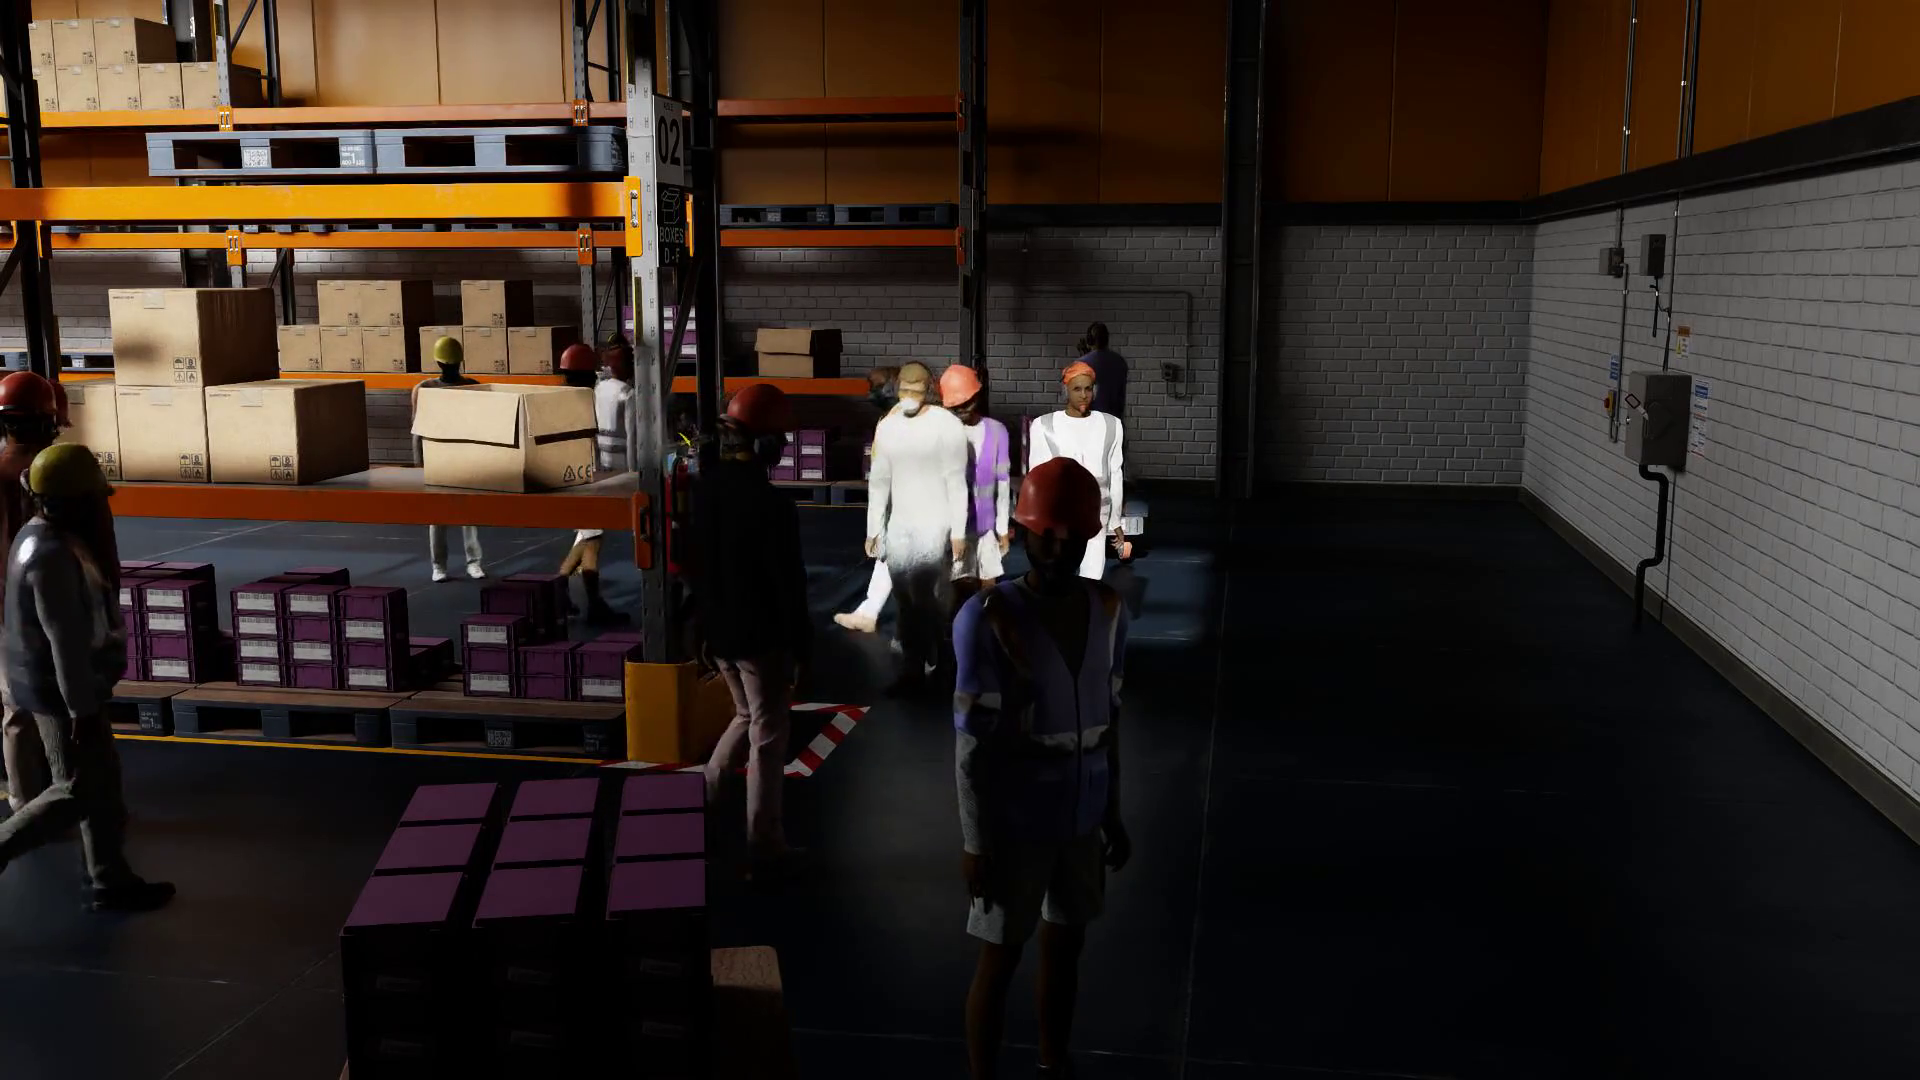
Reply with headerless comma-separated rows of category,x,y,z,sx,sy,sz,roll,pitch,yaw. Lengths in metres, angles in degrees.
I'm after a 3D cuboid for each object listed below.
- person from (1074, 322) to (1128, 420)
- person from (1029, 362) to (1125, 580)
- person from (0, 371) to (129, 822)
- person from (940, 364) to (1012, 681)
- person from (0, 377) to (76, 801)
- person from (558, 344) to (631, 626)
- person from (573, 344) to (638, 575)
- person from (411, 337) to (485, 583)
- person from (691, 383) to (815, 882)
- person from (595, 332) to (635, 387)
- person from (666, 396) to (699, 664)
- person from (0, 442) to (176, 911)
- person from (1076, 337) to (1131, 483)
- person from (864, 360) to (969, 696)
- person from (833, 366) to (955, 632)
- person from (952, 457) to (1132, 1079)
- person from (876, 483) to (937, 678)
person,1.315,-1.104,15.853,0.629,1.940,0.379,-6,11,-35
person,0.690,-0.112,9.859,0.587,1.883,0.341,-2,9,-10
person,-3.871,0.289,7.028,0.610,1.996,0.378,-4,10,-21
person,0.049,-0.072,9.625,0.552,1.898,0.433,-5,10,-27
person,-4.082,0.265,7.348,0.847,1.939,0.681,4,10,25
person,-2.542,-0.362,11.271,0.508,1.927,0.564,-3,10,-20
person,-2.757,-0.634,13.248,0.578,1.849,0.956,7,11,36
person,-3.904,-0.628,12.976,0.691,1.914,0.403,-7,11,-35
person,-0.807,0.382,6.490,0.450,1.981,0.652,-8,12,-41
person,-3.294,-1.089,16.088,0.545,1.839,0.868,-7,11,-36
person,-1.675,-0.021,9.938,0.372,1.680,0.545,2,9,12
person,-3.333,0.539,6.071,0.675,1.805,0.599,-5,10,-28
person,1.350,-1.128,16.538,0.958,1.783,0.674,6,11,34
person,-0.243,-0.055,9.385,0.647,1.921,0.418,9,13,43
person,-0.422,-0.276,11.227,0.928,1.782,0.633,-1,9,-7
person,0.242,0.736,4.448,0.547,1.934,0.376,-6,11,-33
person,-0.247,0.009,10.040,0.517,1.575,0.890,-4,10,-24
